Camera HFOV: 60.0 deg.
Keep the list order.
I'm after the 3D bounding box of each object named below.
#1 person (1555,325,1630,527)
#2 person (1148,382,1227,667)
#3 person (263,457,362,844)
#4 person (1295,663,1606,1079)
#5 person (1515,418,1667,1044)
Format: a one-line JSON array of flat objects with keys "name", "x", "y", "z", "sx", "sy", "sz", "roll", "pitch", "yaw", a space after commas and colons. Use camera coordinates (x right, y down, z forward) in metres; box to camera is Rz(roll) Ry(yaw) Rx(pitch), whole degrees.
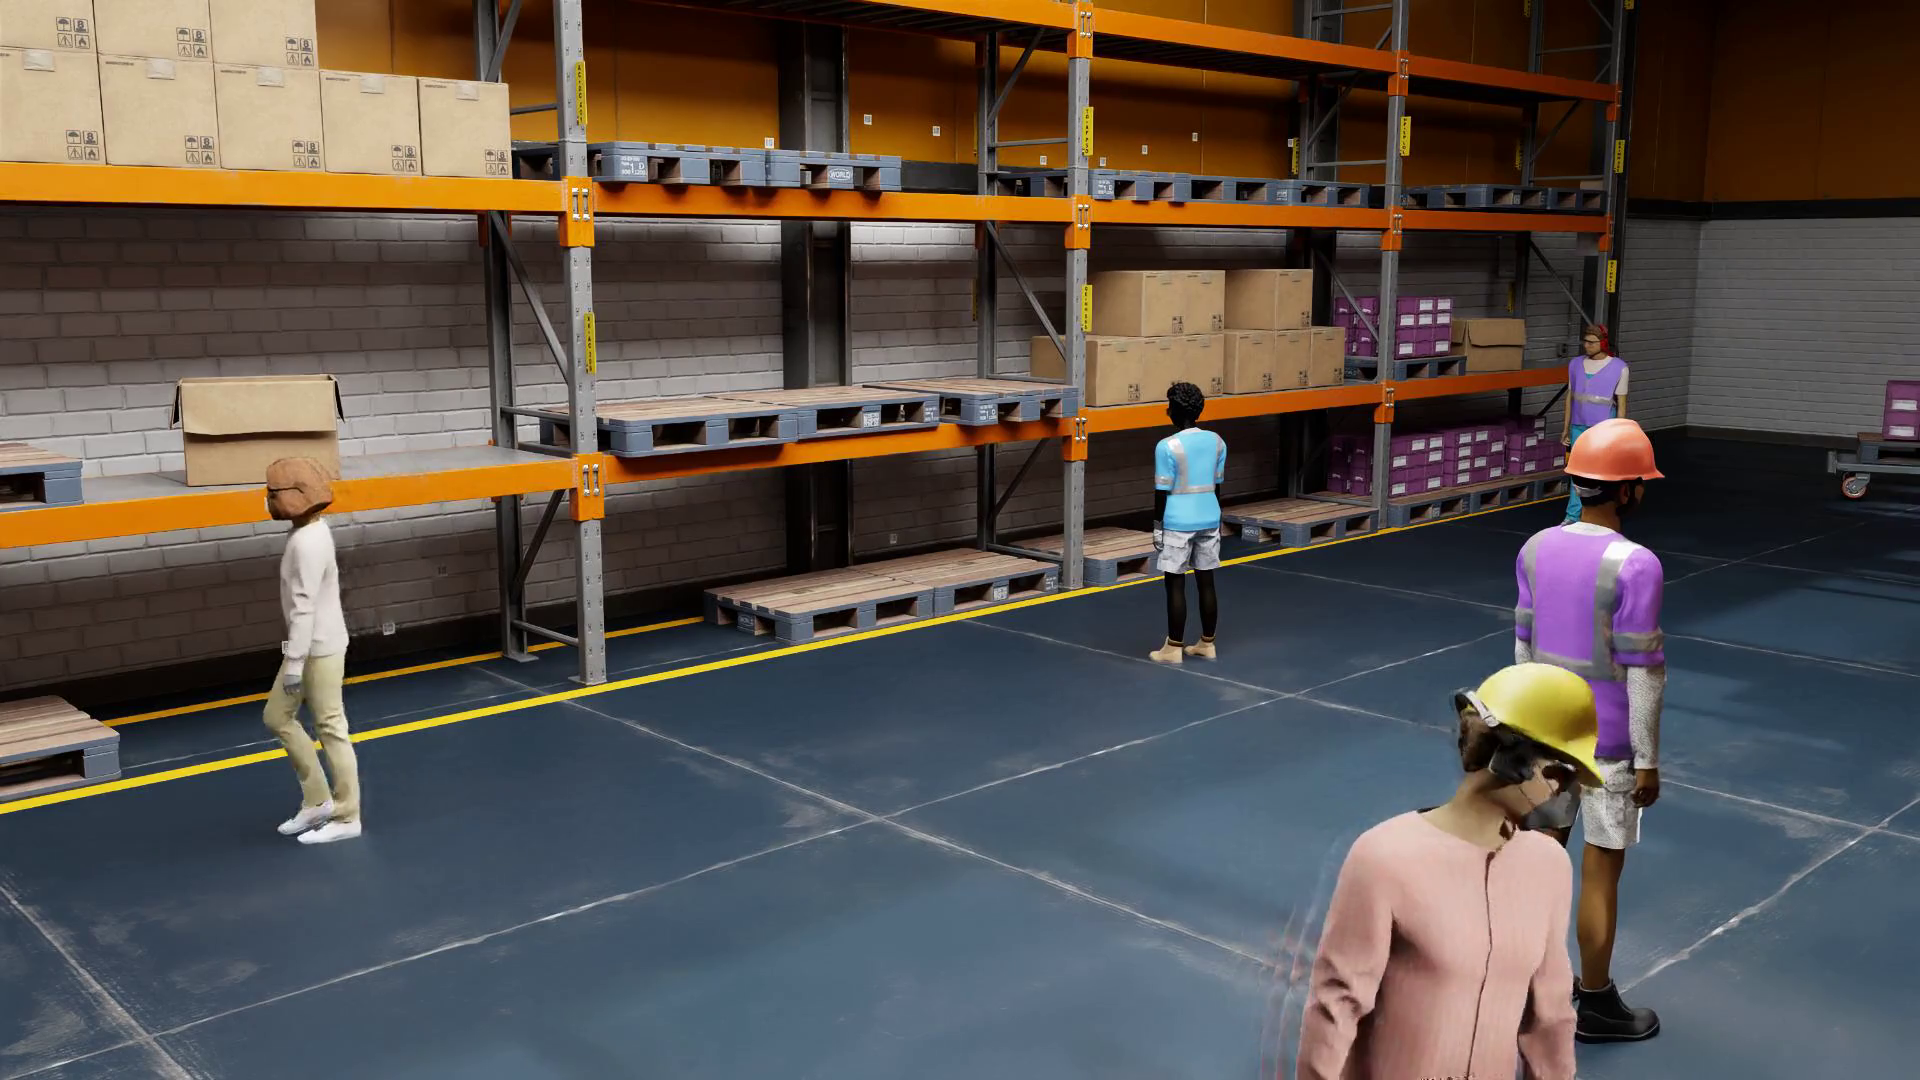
[{"name": "person", "x": 5.564, "y": -0.967, "z": 14.595, "sx": 0.389, "sy": 1.838, "sz": 0.563, "roll": -8, "pitch": 13, "yaw": -39}, {"name": "person", "x": 1.352, "y": -0.088, "z": 9.882, "sx": 0.534, "sy": 1.694, "sz": 0.320, "roll": -7, "pitch": 12, "yaw": -34}, {"name": "person", "x": -2.710, "y": 0.467, "z": 6.816, "sx": 0.468, "sy": 1.614, "sz": 0.522, "roll": -4, "pitch": 11, "yaw": -24}, {"name": "person", "x": 0.864, "y": 1.072, "z": 3.025, "sx": 0.635, "sy": 1.721, "sz": 0.334, "roll": -4, "pitch": 10, "yaw": -21}, {"name": "person", "x": 1.972, "y": 0.590, "z": 5.187, "sx": 0.358, "sy": 1.938, "sz": 0.542, "roll": -5, "pitch": 11, "yaw": -26}]
